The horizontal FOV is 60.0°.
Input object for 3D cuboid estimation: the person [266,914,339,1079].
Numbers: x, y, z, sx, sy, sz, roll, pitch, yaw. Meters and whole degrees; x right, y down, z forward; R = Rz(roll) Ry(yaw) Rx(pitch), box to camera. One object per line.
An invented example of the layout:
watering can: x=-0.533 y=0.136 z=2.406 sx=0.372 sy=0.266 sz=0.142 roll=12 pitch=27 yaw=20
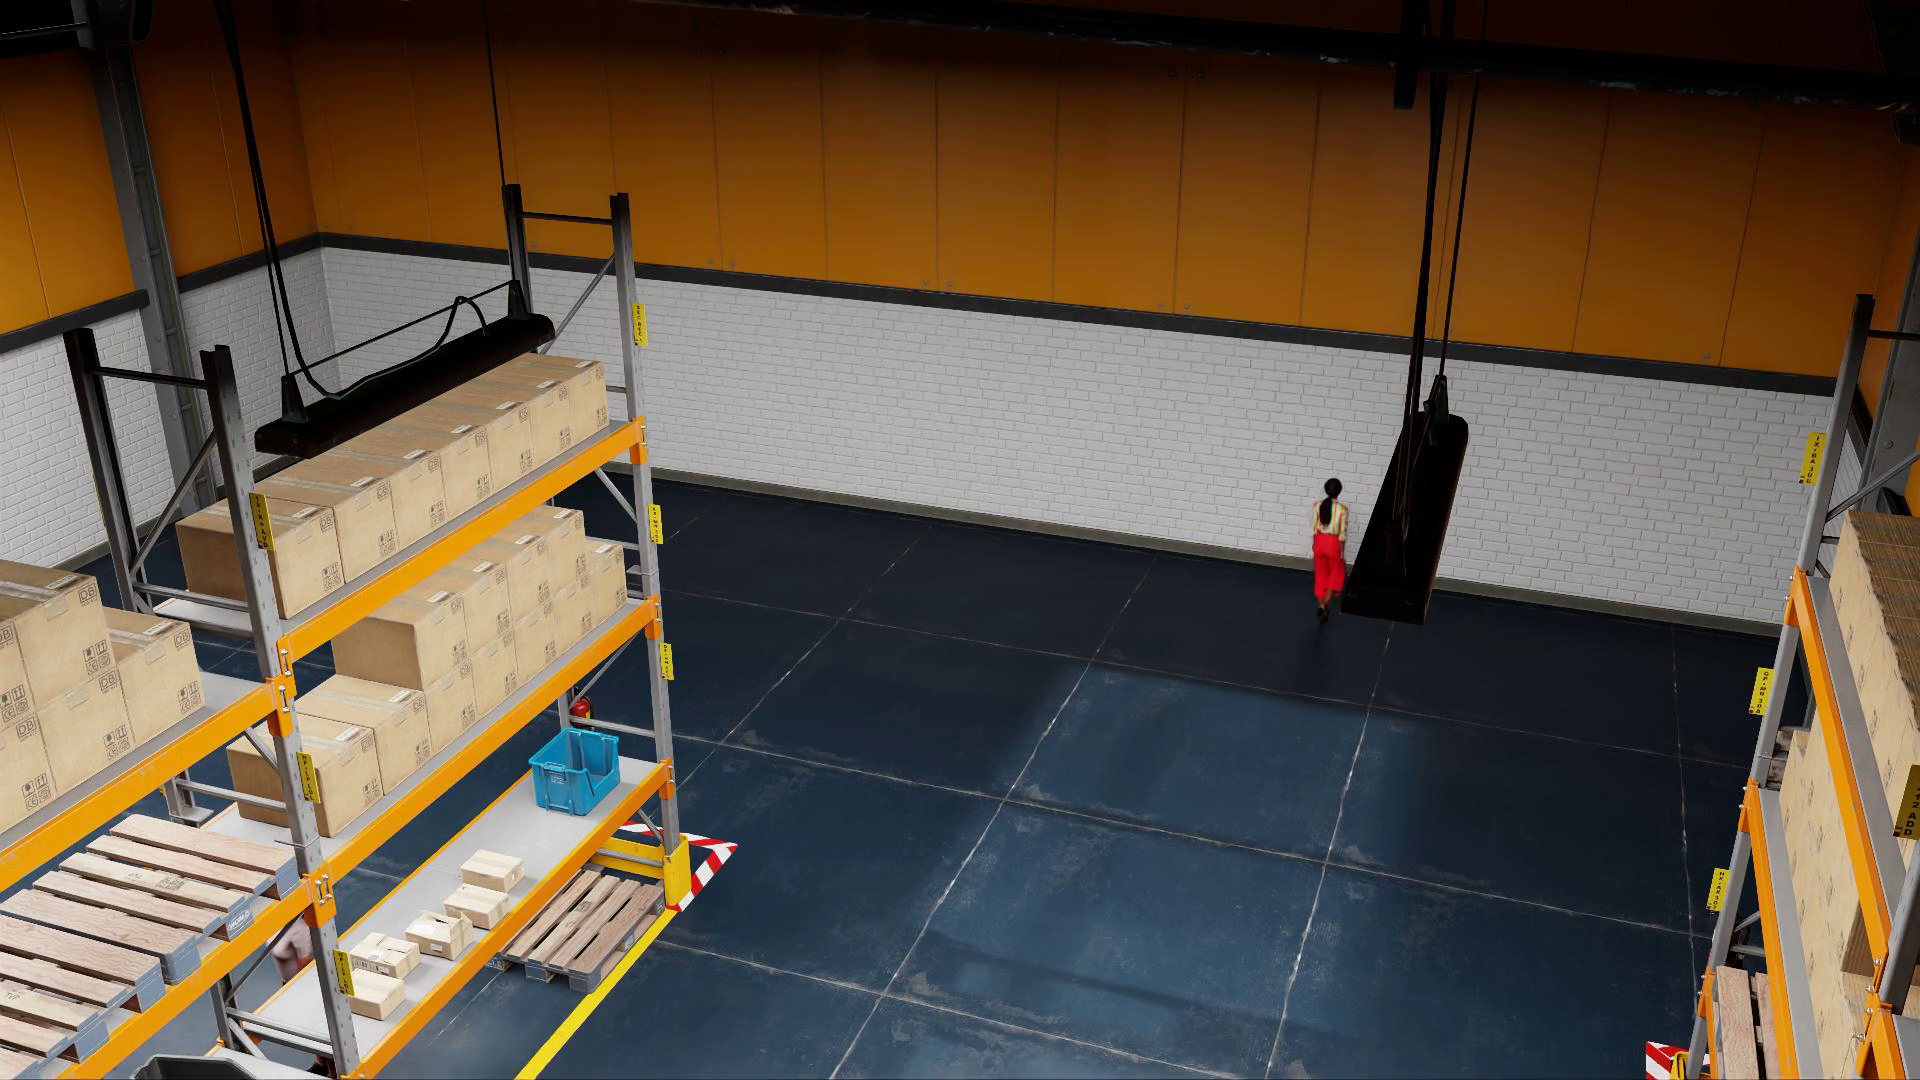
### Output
person: x=-4.650 y=3.173 z=11.810 sx=0.665 sy=1.744 sz=0.660 roll=21 pitch=31 yaw=39

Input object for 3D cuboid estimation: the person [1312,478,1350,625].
person: x=4.093 y=0.170 z=18.635 sx=0.651 sy=1.780 sz=0.838 roll=12 pitch=27 yaw=26
